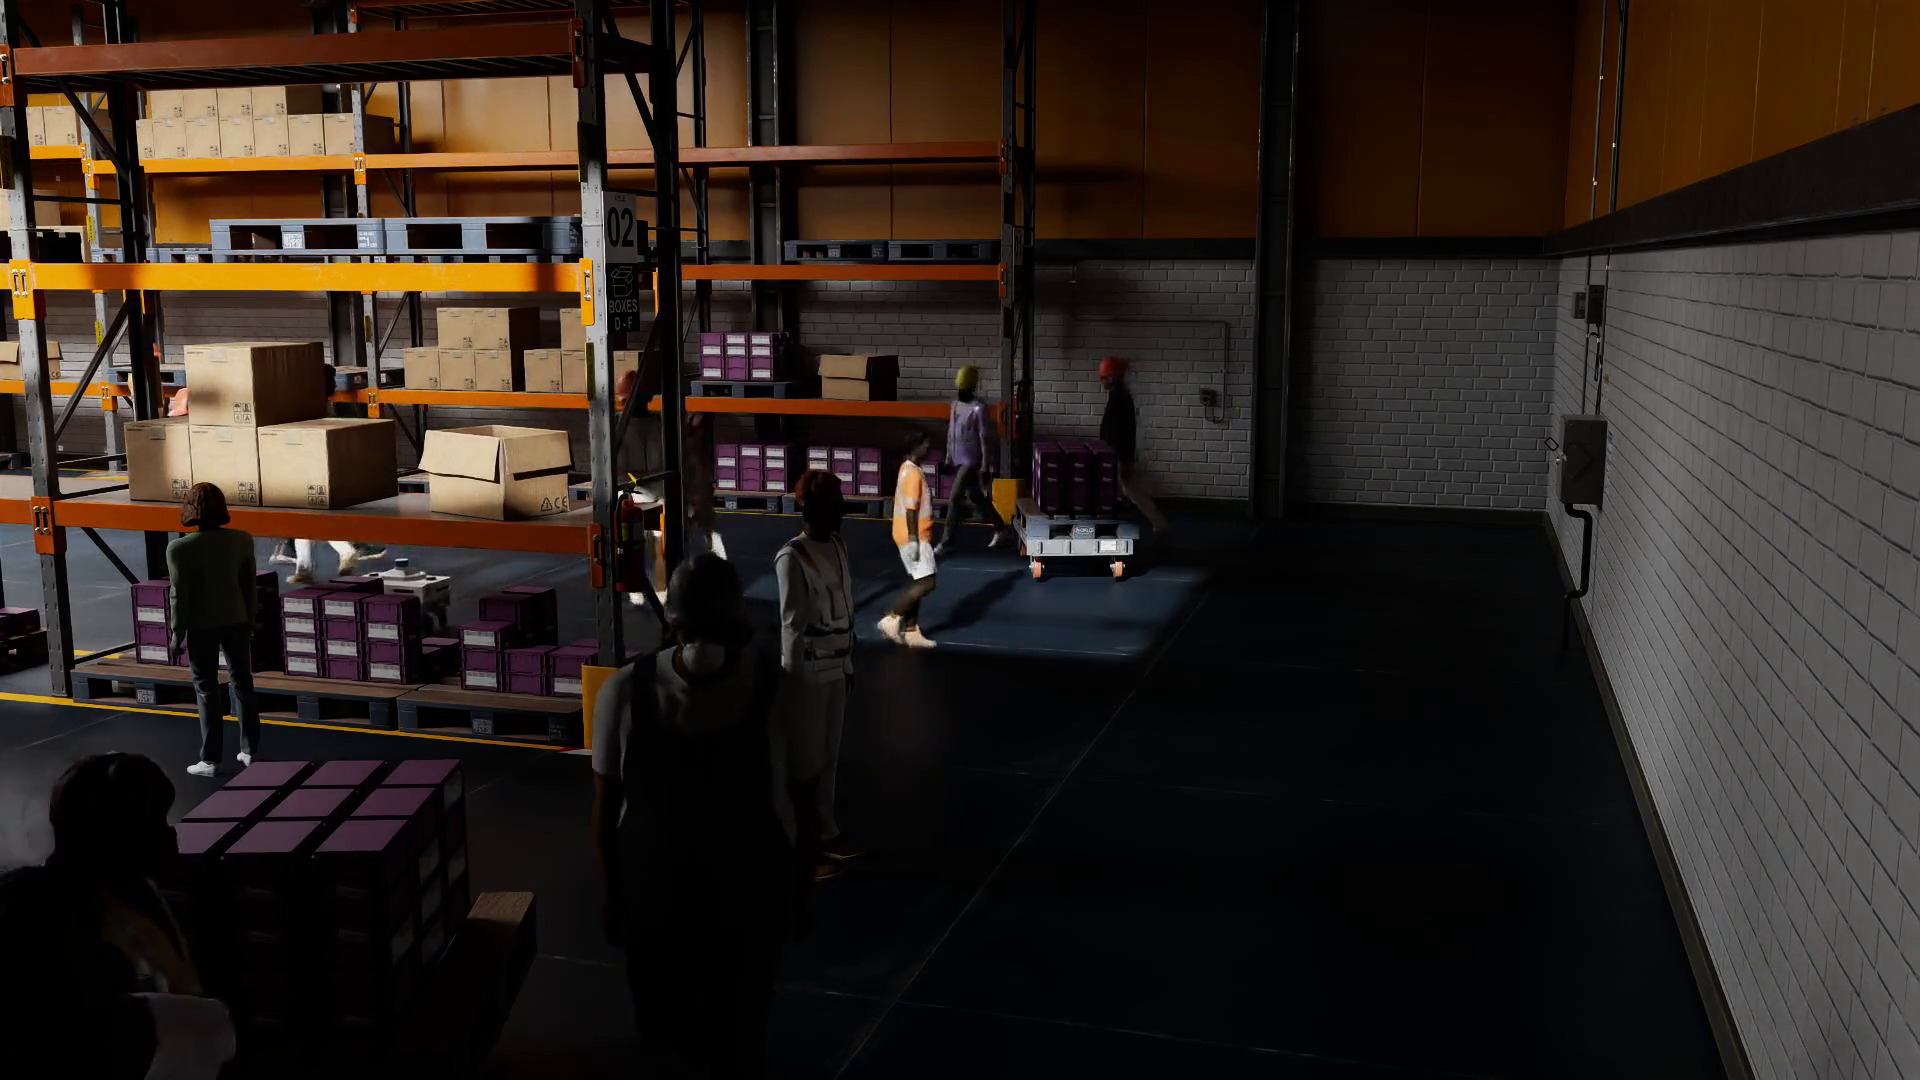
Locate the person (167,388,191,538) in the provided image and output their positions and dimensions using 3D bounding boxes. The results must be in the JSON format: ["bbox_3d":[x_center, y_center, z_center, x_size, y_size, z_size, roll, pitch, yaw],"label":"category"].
[{"bbox_3d":[-5.574,-0.151,12.216,0.552,1.933,0.373,5,11,30],"label":"person"}]

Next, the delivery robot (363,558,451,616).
[{"bbox_3d":[-4.301,0.387,12.852,0.707,0.478,0.477,3,10,18],"label":"delivery robot"}]

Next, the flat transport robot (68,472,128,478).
[{"bbox_3d":[-10.380,-0.740,20.866,1.431,0.197,0.652,-2,10,-13],"label":"flat transport robot"}]

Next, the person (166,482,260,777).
[{"bbox_3d":[-4.127,0.492,9.217,0.280,1.633,0.503,7,12,36],"label":"person"}]

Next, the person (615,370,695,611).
[{"bbox_3d":[-2.482,-0.353,13.242,0.730,2.011,0.517,-5,11,-28],"label":"person"}]

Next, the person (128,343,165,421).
[{"bbox_3d":[-9.615,-1.385,19.767,0.419,1.946,0.550,0,9,3],"label":"person"}]

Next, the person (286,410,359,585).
[{"bbox_3d":[-5.694,-0.496,14.692,0.575,1.827,0.636,4,10,22],"label":"person"}]

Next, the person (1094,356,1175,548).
[{"bbox_3d":[1.646,-0.861,16.544,1.025,1.948,0.632,2,10,12],"label":"person"}]

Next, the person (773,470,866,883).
[{"bbox_3d":[-0.647,0.617,7.695,0.346,1.882,0.584,3,10,18],"label":"person"}]

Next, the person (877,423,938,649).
[{"bbox_3d":[-0.340,-0.014,12.124,0.384,1.686,0.552,0,9,-1],"label":"person"}]

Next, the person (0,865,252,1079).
[{"bbox_3d":[-1.377,1.438,2.739,0.958,1.872,0.613,8,12,39],"label":"person"}]

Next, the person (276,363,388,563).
[{"bbox_3d":[-6.050,-0.725,15.776,1.011,1.920,0.612,-5,11,-30],"label":"person"}]

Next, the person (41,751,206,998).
[{"bbox_3d":[-1.892,1.331,3.651,0.978,1.791,0.640,-3,10,-20],"label":"person"}]

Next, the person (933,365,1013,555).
[{"bbox_3d":[0.136,-0.796,16.364,0.954,1.873,0.623,-5,11,-29],"label":"person"}]

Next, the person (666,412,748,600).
[{"bbox_3d":[-2.233,-0.285,14.060,0.797,1.597,0.529,4,10,24],"label":"person"}]
